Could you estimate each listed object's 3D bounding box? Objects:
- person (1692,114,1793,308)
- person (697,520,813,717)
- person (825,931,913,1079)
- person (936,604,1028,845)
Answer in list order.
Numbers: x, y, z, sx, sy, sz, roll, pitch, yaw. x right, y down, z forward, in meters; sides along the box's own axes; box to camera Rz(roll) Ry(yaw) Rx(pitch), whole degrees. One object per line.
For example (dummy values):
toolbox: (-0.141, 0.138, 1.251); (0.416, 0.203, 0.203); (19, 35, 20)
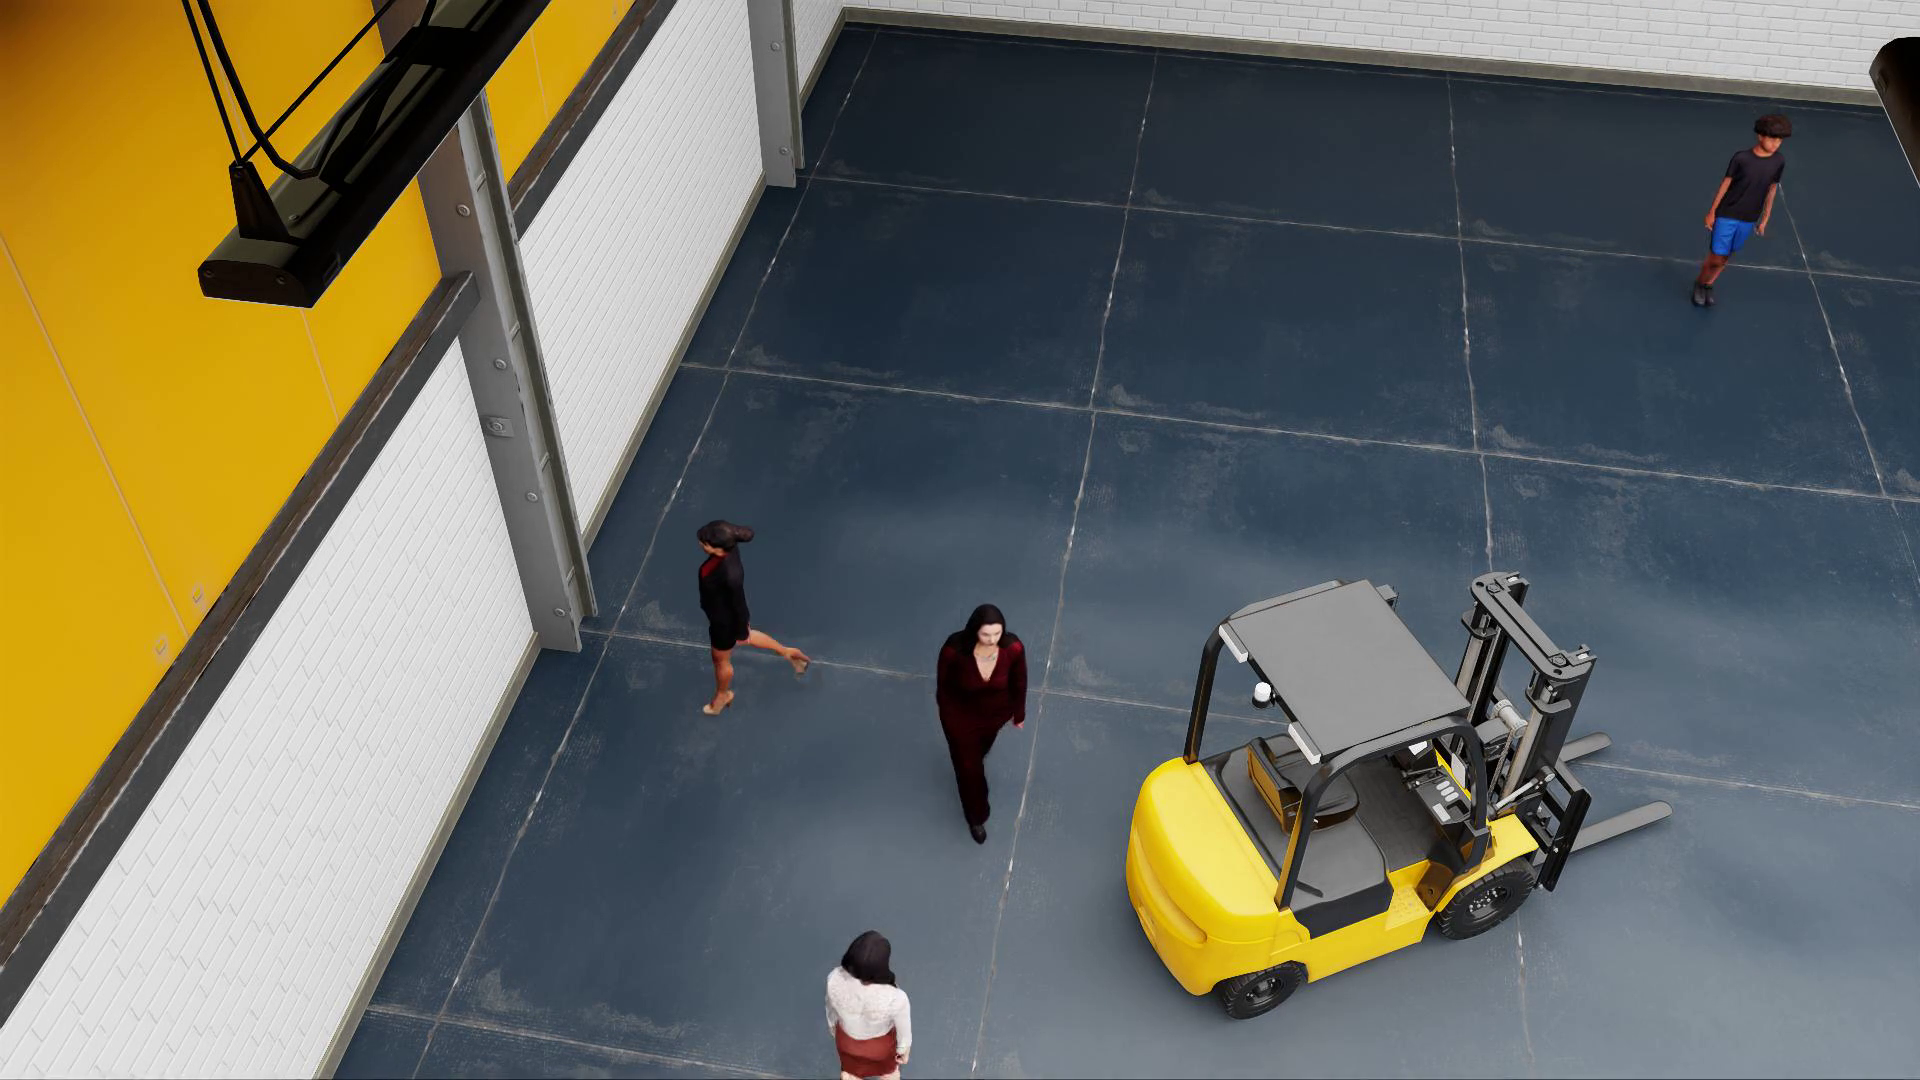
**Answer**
person: (6.384, -2.748, 13.720); (0.662, 1.783, 0.647); (1, 44, 1)
person: (-1.363, 0.484, 10.448); (0.865, 1.618, 0.987); (-8, 44, -9)
person: (-0.475, 2.536, 8.211); (0.654, 1.733, 0.900); (12, 45, 12)
person: (0.089, 0.915, 9.926); (0.911, 1.714, 1.116); (-7, 44, -7)
